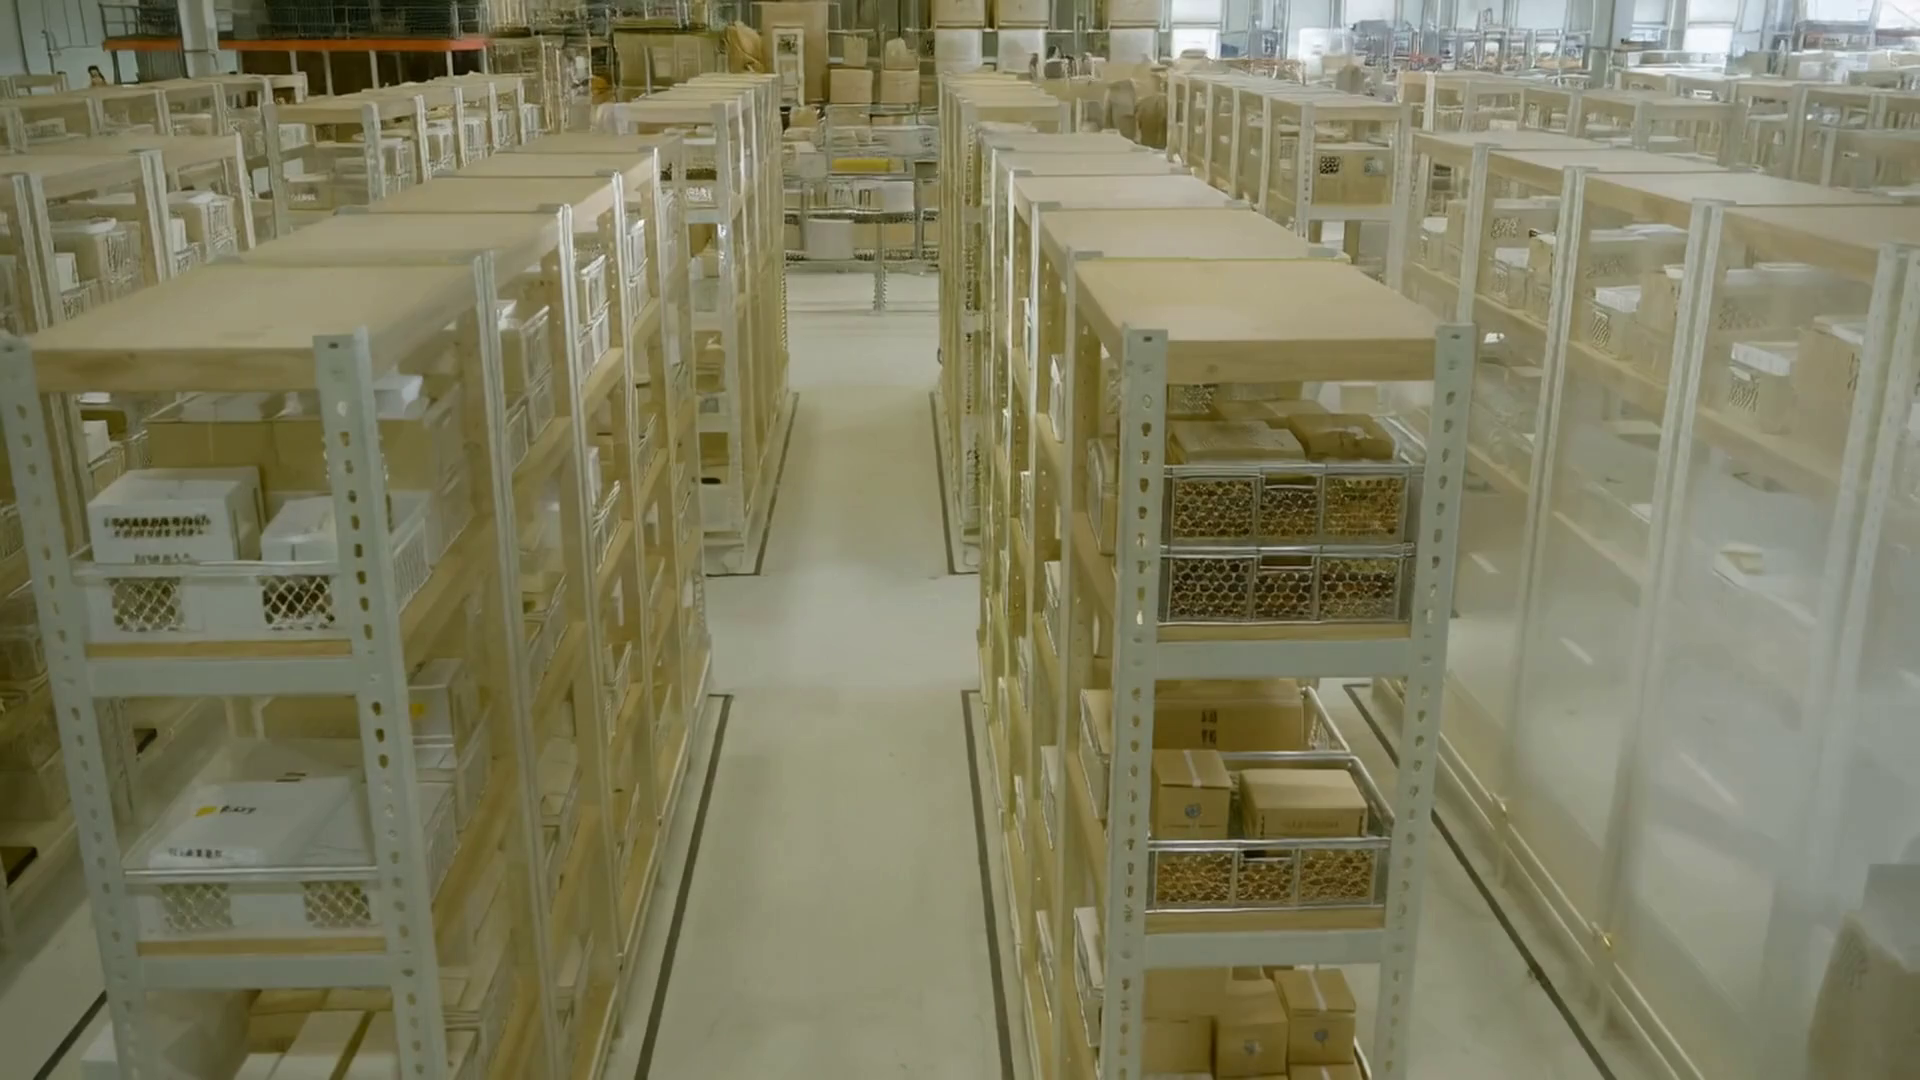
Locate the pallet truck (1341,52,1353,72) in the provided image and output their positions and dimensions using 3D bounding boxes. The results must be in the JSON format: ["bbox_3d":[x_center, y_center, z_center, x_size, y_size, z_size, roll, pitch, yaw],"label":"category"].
[{"bbox_3d":[18.794,-23.123,82.231,0.823,1.965,1.885,-13,22,-35],"label":"pallet truck"}]

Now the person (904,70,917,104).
[{"bbox_3d":[-1.874,-16.728,62.557,0.559,1.937,0.391,8,20,24],"label":"person"}]

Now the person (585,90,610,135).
[{"bbox_3d":[-10.010,-11.277,45.566,0.642,1.996,0.994,11,21,30],"label":"person"}]

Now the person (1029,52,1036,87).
[{"bbox_3d":[3.628,-23.508,83.499,0.398,1.949,0.604,-5,18,-14],"label":"person"}]

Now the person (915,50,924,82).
[{"bbox_3d":[-2.376,-26.271,92.298,0.935,1.806,0.643,13,22,35],"label":"person"}]

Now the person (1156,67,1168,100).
[{"bbox_3d":[8.021,-17.949,66.444,0.608,1.855,1.032,-14,22,-36],"label":"person"}]

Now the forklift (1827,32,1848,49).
[{"bbox_3d":[46.023,-25.321,87.619,1.129,2.768,1.873,-1,18,-2],"label":"forklift"}]

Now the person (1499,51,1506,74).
[{"bbox_3d":[28.326,-24.657,87.182,1.024,1.860,0.565,-6,19,-17],"label":"person"}]

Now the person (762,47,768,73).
[{"bbox_3d":[-10.895,-26.425,92.487,0.827,1.972,0.625,-5,19,-16],"label":"person"}]

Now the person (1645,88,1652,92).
[{"bbox_3d":[21.400,-13.205,51.916,0.332,1.767,0.525,-9,20,-26],"label":"person"}]

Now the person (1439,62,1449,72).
[{"bbox_3d":[20.802,-19.736,72.034,0.793,1.815,0.519,-8,20,-24],"label":"person"}]

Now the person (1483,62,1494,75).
[{"bbox_3d":[23.003,-19.807,72.252,0.702,1.837,0.309,-4,18,-11],"label":"person"}]

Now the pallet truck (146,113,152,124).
[{"bbox_3d":[-18.087,-8.309,36.390,1.885,1.965,0.823,-1,18,-4],"label":"pallet truck"}]

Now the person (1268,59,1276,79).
[{"bbox_3d":[15.086,-22.404,80.504,0.534,1.692,0.321,-17,25,-42],"label":"person"}]

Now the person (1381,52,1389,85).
[{"bbox_3d":[21.532,-23.782,84.400,0.378,1.918,0.585,-4,18,-12],"label":"person"}]

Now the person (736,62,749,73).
[{"bbox_3d":[-9.412,-19.856,72.381,0.588,1.819,1.030,6,19,17],"label":"person"}]

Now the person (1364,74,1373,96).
[{"bbox_3d":[14.554,-15.699,59.462,0.312,1.869,0.537,0,18,-2],"label":"person"}]

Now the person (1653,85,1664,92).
[{"bbox_3d":[22.000,-13.489,52.494,0.629,1.943,0.917,-17,24,-41],"label":"person"}]

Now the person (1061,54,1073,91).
[{"bbox_3d":[5.379,-23.560,83.840,0.624,1.841,0.430,7,19,19],"label":"person"}]

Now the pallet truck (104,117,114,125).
[{"bbox_3d":[-18.367,-7.885,35.078,1.885,1.965,0.823,1,18,2],"label":"pallet truck"}]

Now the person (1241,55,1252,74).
[{"bbox_3d":[13.878,-22.535,80.611,1.108,1.867,0.653,-17,24,-41],"label":"person"}]

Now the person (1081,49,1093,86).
[{"bbox_3d":[6.862,-25.428,89.506,0.611,1.910,0.592,7,19,20],"label":"person"}]

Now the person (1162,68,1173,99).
[{"bbox_3d":[7.972,-17.011,63.428,0.561,1.926,0.416,-5,18,-14],"label":"person"}]

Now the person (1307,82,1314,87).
[{"bbox_3d":[11.943,-14.824,57.046,0.320,1.693,0.536,6,19,17],"label":"person"}]
